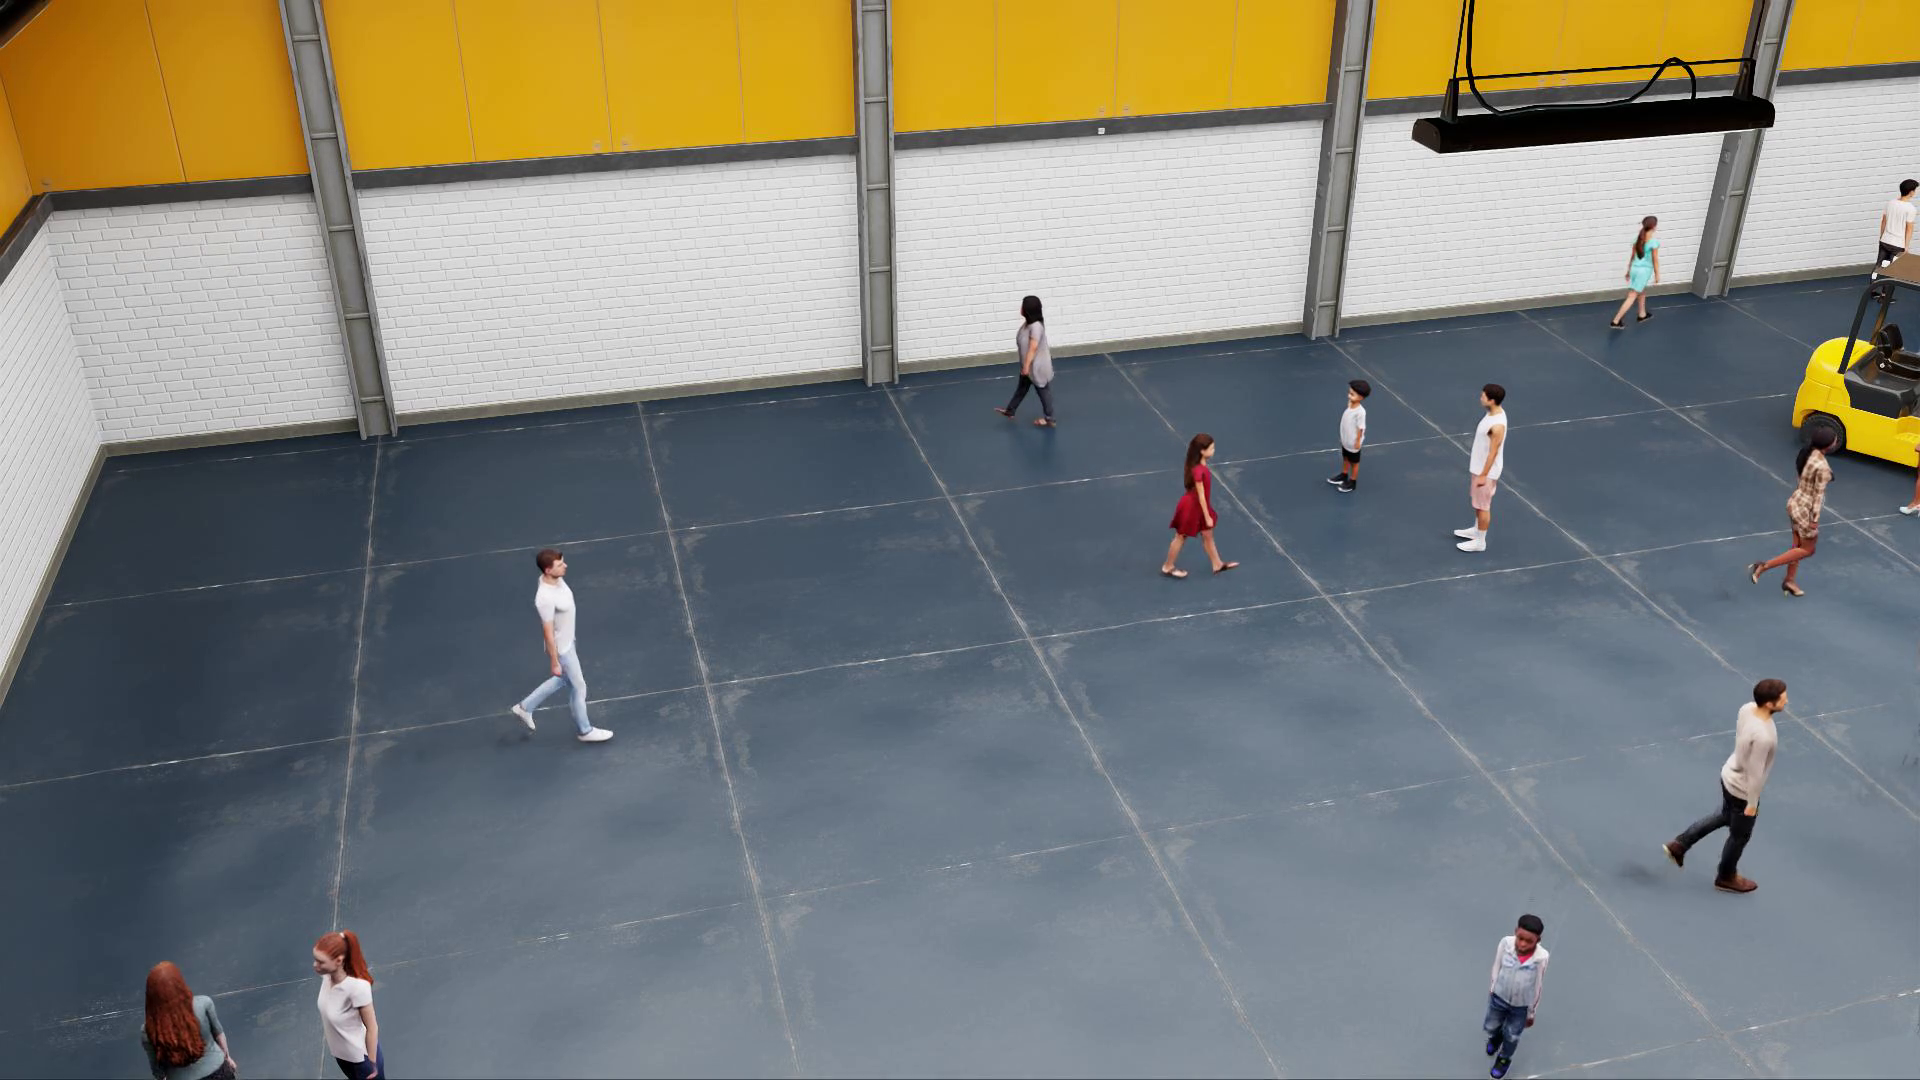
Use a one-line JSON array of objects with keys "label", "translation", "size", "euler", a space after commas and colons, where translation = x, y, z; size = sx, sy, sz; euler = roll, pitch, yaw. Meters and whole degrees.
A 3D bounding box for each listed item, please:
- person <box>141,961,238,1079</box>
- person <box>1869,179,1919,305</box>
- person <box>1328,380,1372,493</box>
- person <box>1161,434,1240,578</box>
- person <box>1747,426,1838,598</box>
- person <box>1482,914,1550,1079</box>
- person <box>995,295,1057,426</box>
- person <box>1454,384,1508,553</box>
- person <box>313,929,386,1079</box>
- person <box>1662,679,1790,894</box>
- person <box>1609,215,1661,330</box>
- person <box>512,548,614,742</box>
[{"label": "person", "translation": [-4.330, 3.169, 9.533], "size": [1.038, 1.721, 0.793], "euler": [-15, 32, -25]}, {"label": "person", "translation": [12.867, -4.130, 22.912], "size": [0.566, 1.722, 0.647], "euler": [-11, 30, -19]}, {"label": "person", "translation": [4.237, -1.139, 17.909], "size": [0.493, 1.262, 0.483], "euler": [-8, 30, -15]}, {"label": "person", "translation": [2.188, -0.306, 16.113], "size": [1.053, 1.520, 0.829], "euler": [6, 29, 11]}, {"label": "person", "translation": [7.897, -0.236, 15.712], "size": [0.916, 1.780, 0.753], "euler": [2, 29, 4]}, {"label": "person", "translation": [3.551, 2.865, 10.578], "size": [0.628, 1.252, 0.691], "euler": [19, 34, 30]}, {"label": "person", "translation": [0.952, -2.059, 19.268], "size": [1.019, 1.576, 0.786], "euler": [0, 29, 0]}, {"label": "person", "translation": [5.269, -0.730, 16.617], "size": [0.729, 1.781, 0.727], "euler": [6, 29, 11]}, {"label": "person", "translation": [-3.547, 2.994, 9.834], "size": [0.648, 1.739, 0.677], "euler": [24, 37, 37]}, {"label": "person", "translation": [5.546, 1.761, 11.978], "size": [1.051, 1.851, 0.888], "euler": [4, 29, 8]}, {"label": "person", "translation": [8.936, -3.488, 21.946], "size": [1.112, 1.520, 0.678], "euler": [-13, 31, -22]}, {"label": "person", "translation": [-3.351, 0.883, 13.610], "size": [1.073, 1.828, 0.751], "euler": [-3, 29, -6]}]
